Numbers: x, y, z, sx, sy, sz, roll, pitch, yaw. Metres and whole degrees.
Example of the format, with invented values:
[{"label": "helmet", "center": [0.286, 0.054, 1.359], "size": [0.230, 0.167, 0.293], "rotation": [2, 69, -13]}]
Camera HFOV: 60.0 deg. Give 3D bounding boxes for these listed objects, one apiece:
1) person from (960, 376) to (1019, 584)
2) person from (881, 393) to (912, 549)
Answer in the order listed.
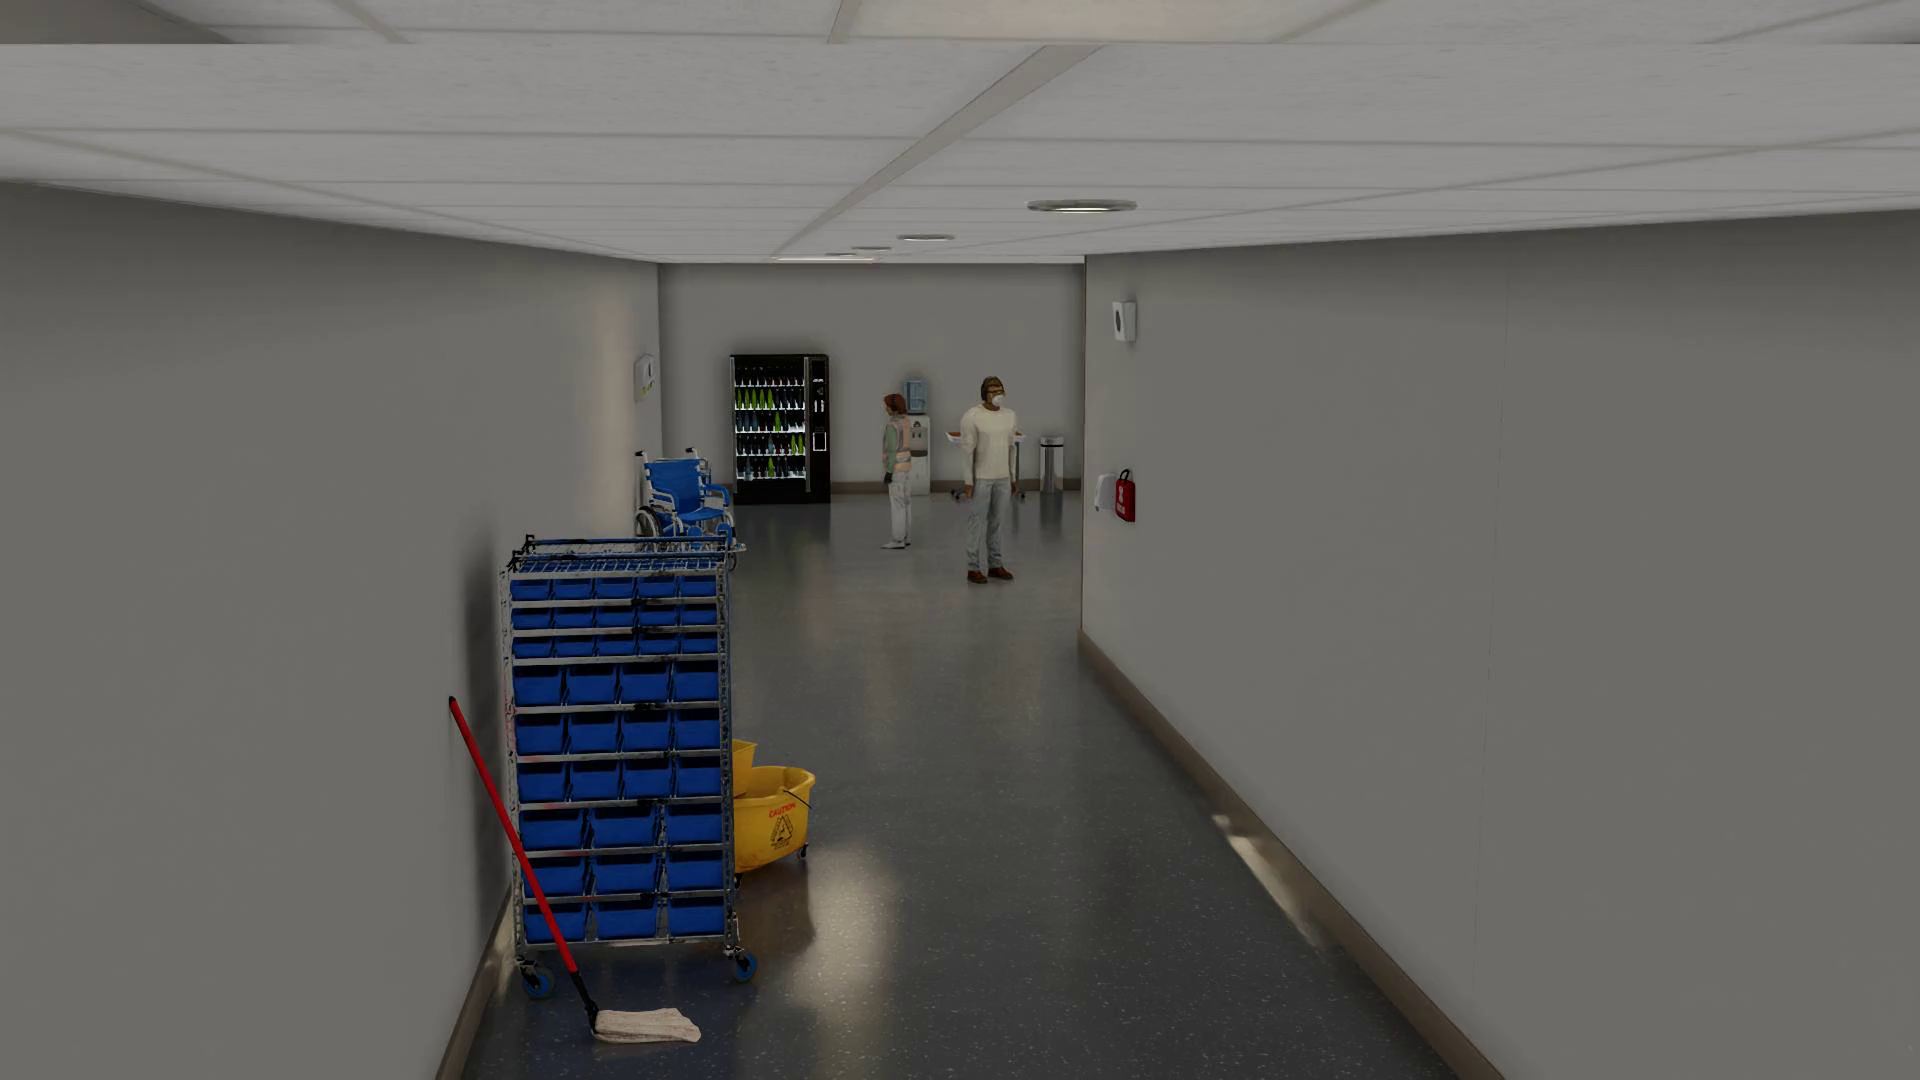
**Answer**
[{"label": "person", "center": [0.287, -0.571, 15.602], "size": [0.629, 1.940, 0.376], "rotation": [-6, 11, -35]}, {"label": "person", "center": [-0.659, -0.724, 17.500], "size": [0.307, 1.637, 0.512], "rotation": [3, 9, 15]}]
